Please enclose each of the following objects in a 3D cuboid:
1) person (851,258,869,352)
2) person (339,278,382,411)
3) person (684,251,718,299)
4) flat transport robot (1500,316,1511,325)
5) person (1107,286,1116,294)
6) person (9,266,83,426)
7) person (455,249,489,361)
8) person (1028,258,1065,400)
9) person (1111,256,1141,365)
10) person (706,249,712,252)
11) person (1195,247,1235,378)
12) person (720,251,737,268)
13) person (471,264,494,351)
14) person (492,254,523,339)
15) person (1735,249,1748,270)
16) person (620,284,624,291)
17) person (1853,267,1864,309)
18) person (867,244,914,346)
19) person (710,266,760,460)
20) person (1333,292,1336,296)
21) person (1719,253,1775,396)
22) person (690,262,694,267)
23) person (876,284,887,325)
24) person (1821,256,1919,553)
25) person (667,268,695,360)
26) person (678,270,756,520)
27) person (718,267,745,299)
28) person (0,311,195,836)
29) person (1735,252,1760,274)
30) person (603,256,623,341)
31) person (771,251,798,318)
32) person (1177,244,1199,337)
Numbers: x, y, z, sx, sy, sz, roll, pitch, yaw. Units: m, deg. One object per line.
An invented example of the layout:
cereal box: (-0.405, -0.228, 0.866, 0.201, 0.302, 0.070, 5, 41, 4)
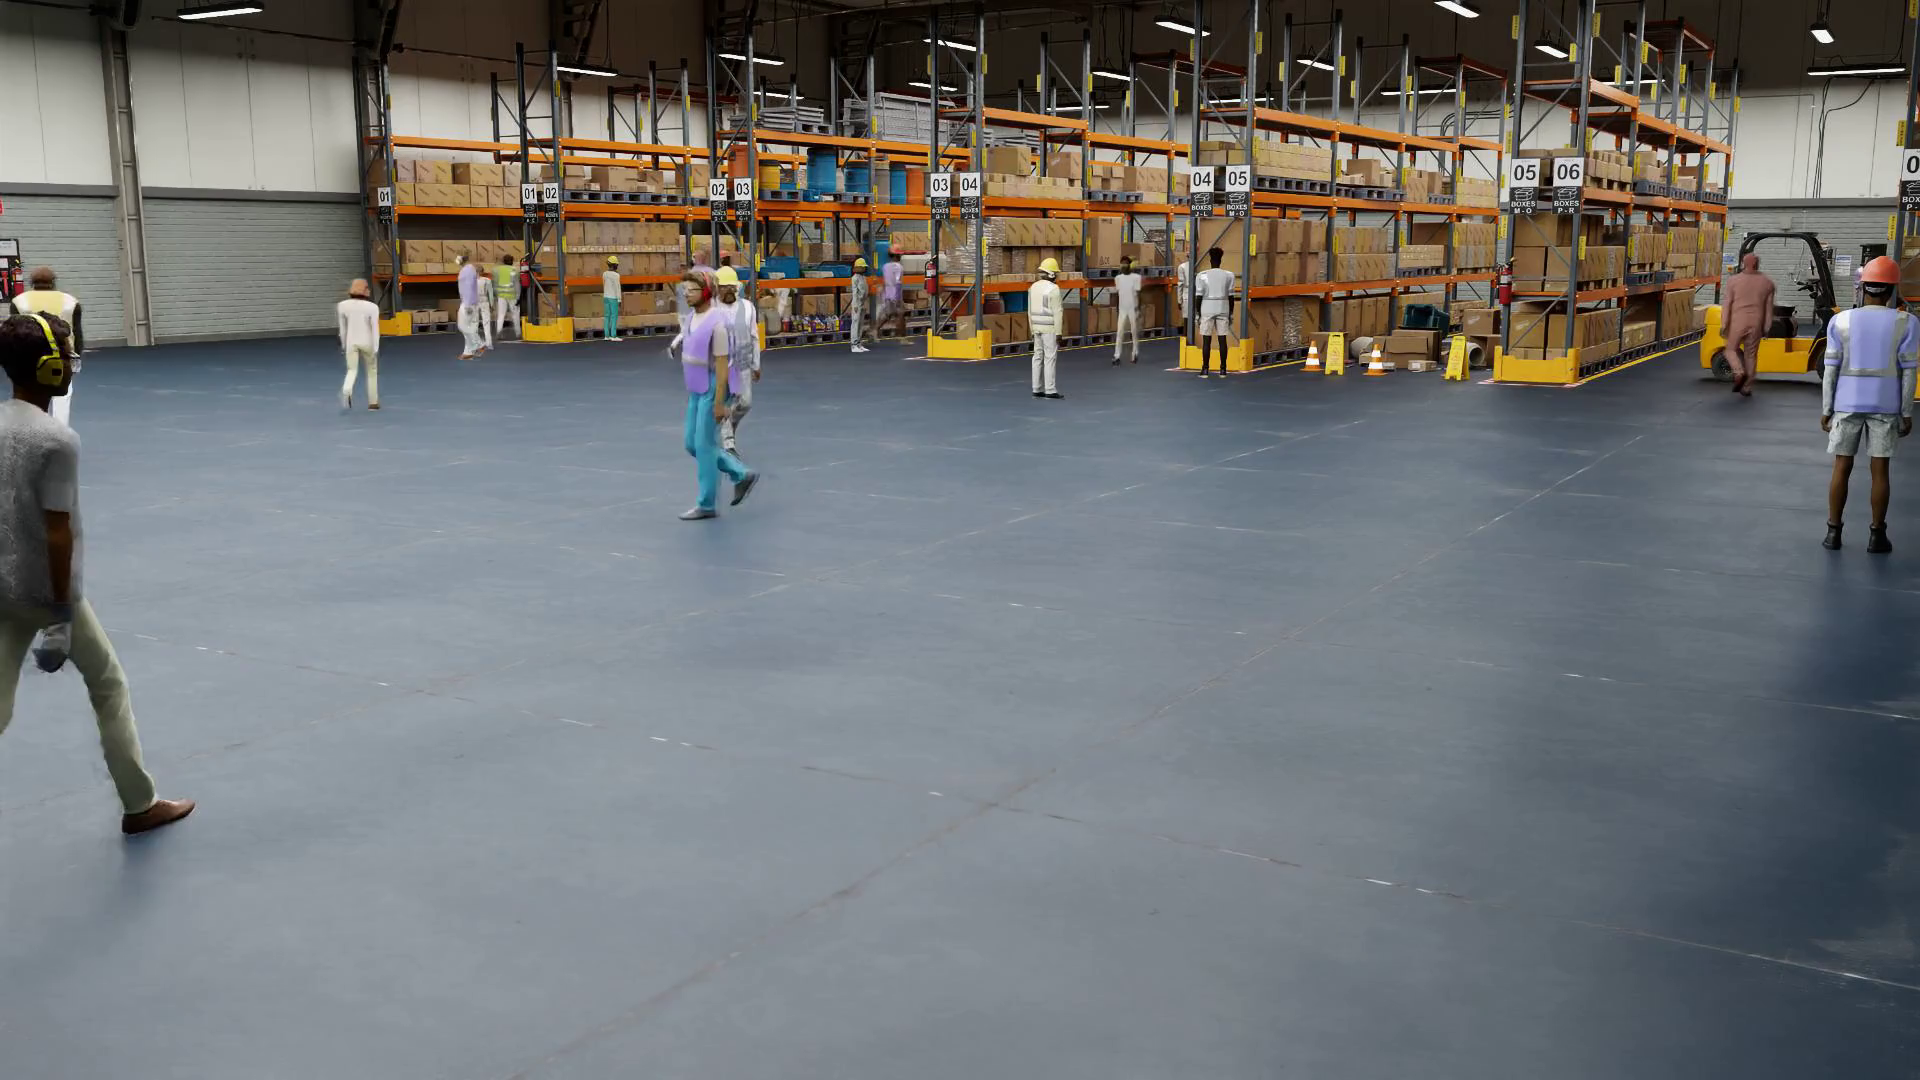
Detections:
person: (-1.860, -4.382, 31.065, 0.312, 1.744, 0.487, 4, 11, 19)
person: (-7.228, -2.339, 19.997, 0.503, 1.607, 0.686, 0, 10, -1)
person: (-4.488, -4.043, 28.748, 0.658, 1.892, 0.415, -5, 11, -25)
flat transport robot: (13.482, -5.354, 40.632, 0.652, 0.197, 1.431, -3, 11, -17)
person: (4.059, -6.491, 42.415, 0.635, 1.917, 0.782, 5, 11, 24)
person: (-8.929, -1.769, 16.292, 0.632, 1.789, 0.950, -6, 12, -29)
person: (-8.491, -4.046, 28.663, 0.454, 1.928, 0.656, -4, 11, -22)
person: (1.134, -2.722, 21.527, 0.403, 1.827, 0.600, -7, 12, -34)
person: (2.813, -3.833, 27.793, 0.539, 1.823, 0.968, 4, 11, 24)
person: (-6.547, -6.753, 44.014, 0.579, 1.870, 0.417, 5, 11, 27)
person: (3.837, -3.421, 25.060, 0.610, 1.965, 0.363, -1, 10, -3)
person: (-4.712, -5.059, 34.510, 0.576, 1.875, 0.964, 5, 11, 28)
person: (-9.074, -4.394, 31.424, 0.522, 1.639, 0.305, -3, 10, -15)
person: (-9.604, -5.162, 35.274, 0.624, 1.810, 0.890, 1, 10, 5)
person: (17.878, -5.647, 37.734, 0.640, 1.895, 0.505, -3, 10, -15)
person: (-7.874, -5.665, 37.970, 0.517, 1.843, 0.326, 6, 12, 30)
person: (17.258, -4.549, 31.529, 0.583, 1.918, 0.405, 5, 11, 28)
person: (-1.370, -4.790, 32.636, 0.935, 2.018, 0.613, -7, 12, -35)
person: (-2.199, -1.679, 15.727, 0.605, 1.810, 0.617, -5, 11, -25)
person: (9.505, -6.599, 42.993, 0.652, 1.925, 0.565, 7, 12, 34)
person: (10.412, -2.843, 22.021, 0.688, 1.890, 0.518, 1, 10, 4)
person: (-5.498, -5.002, 34.685, 0.533, 1.692, 0.319, 7, 12, 35)
person: (-1.783, -5.838, 38.983, 0.638, 1.825, 0.452, 6, 12, 29)
person: (5.959, -0.882, 10.918, 0.551, 1.937, 0.357, 6, 12, 32)
person: (-4.652, -3.782, 28.052, 0.511, 1.614, 0.545, 8, 13, 38)
person: (-1.821, -1.069, 12.248, 0.575, 1.832, 0.583, -6, 12, -30)
person: (-4.098, -4.021, 29.432, 0.543, 1.588, 0.845, -5, 11, -26)
person: (-3.003, 0.179, 5.339, 0.507, 1.823, 1.005, 3, 11, 18)
person: (17.349, -5.425, 36.667, 0.527, 1.840, 0.894, 5, 11, 24)
person: (-7.195, -4.996, 34.472, 0.518, 1.757, 0.339, 8, 13, 39)
person: (-4.110, -5.875, 39.175, 0.604, 1.827, 0.992, 6, 12, 30)
person: (4.250, -4.392, 30.315, 0.605, 2.037, 0.404, 4, 11, 19)
